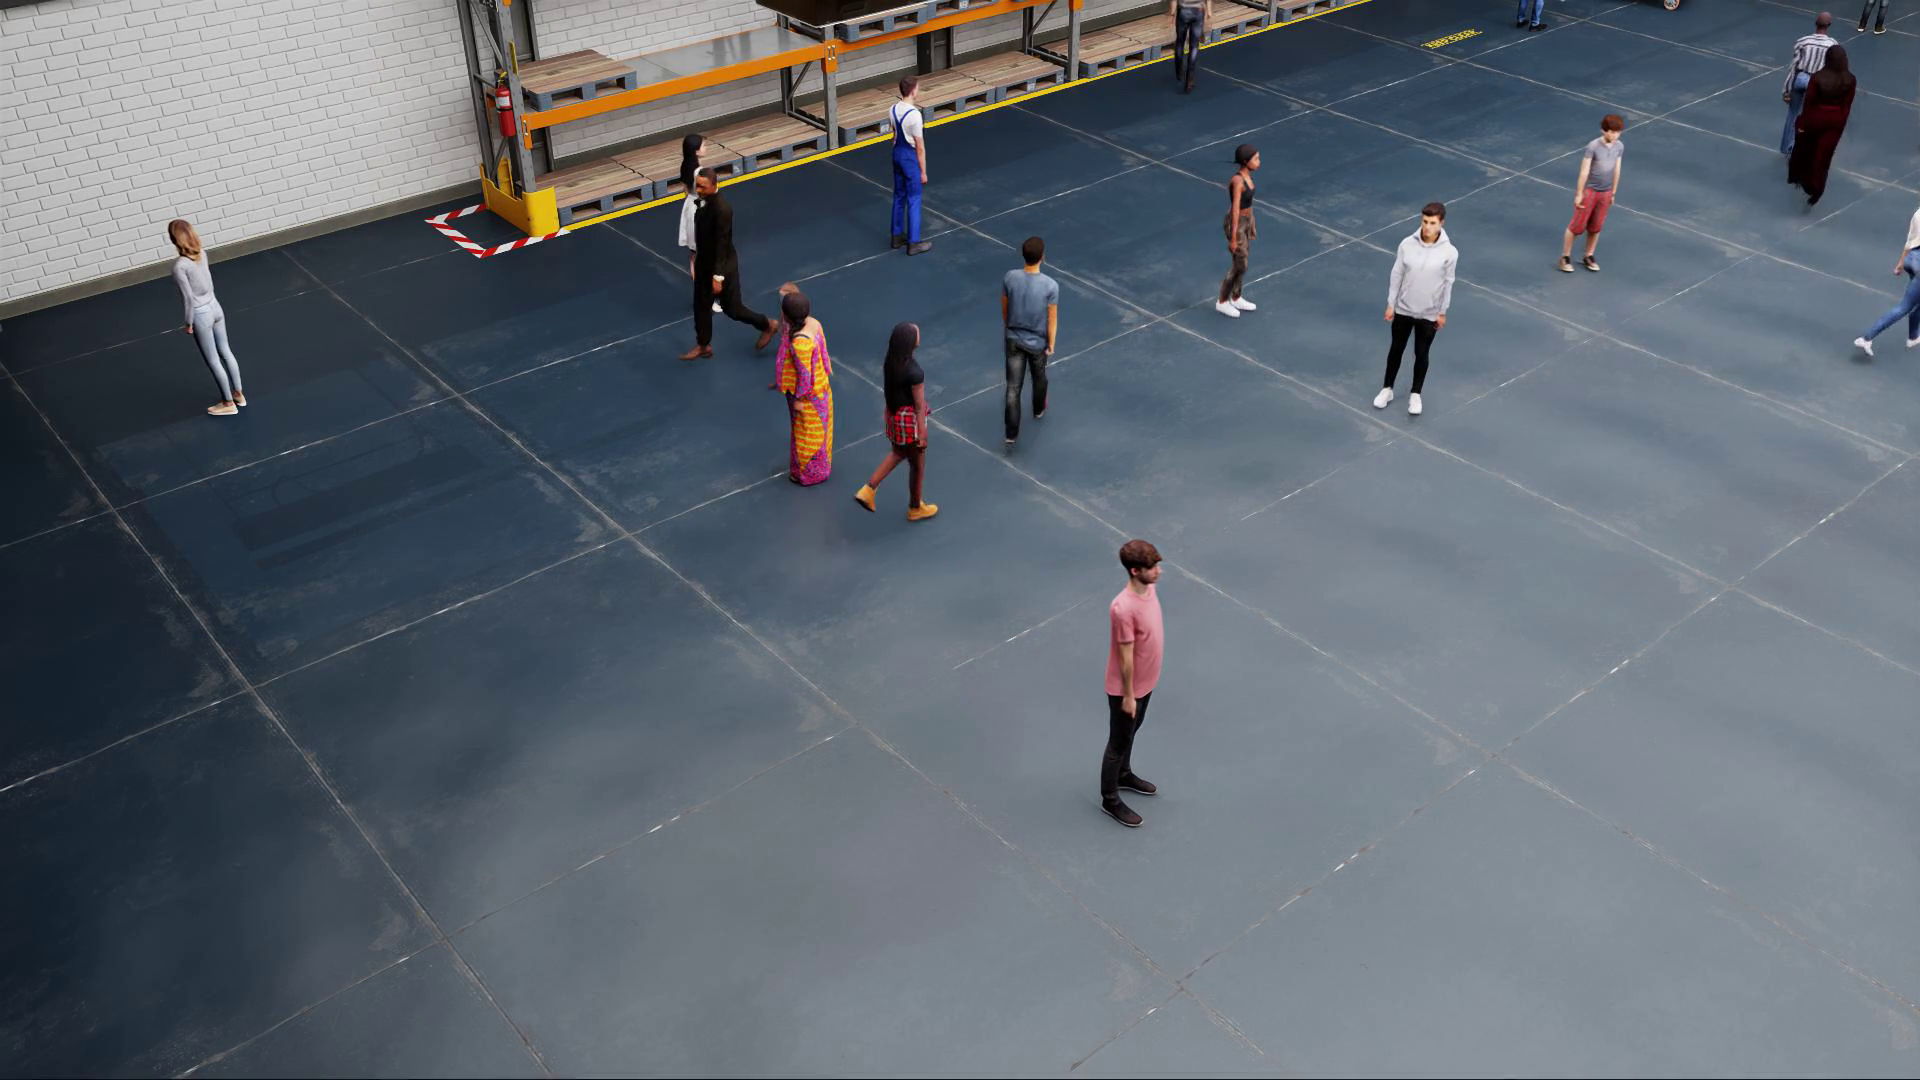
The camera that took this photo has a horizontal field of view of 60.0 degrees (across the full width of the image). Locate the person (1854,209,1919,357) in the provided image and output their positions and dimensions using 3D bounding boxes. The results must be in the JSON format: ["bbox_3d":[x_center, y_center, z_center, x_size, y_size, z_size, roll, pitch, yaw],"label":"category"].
[{"bbox_3d":[8.718,-2.446,15.210,1.219,1.686,0.988,-5,34,-8],"label":"person"}]

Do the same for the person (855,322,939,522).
[{"bbox_3d":[-0.484,-0.853,12.791,0.915,1.711,0.635,-21,39,-29],"label":"person"}]

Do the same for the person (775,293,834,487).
[{"bbox_3d":[-1.265,-1.259,13.422,0.840,1.689,0.782,2,34,3],"label":"person"}]

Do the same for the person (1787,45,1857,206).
[{"bbox_3d":[9.497,-4.511,18.300,1.109,1.705,1.242,7,34,11],"label":"person"}]

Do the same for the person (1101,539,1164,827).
[{"bbox_3d":[1.029,0.830,10.036,0.764,1.959,0.644,13,36,19],"label":"person"}]

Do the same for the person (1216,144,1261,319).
[{"bbox_3d":[2.638,-2.999,16.037,0.779,1.692,0.682,15,36,21],"label":"person"}]

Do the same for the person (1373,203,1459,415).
[{"bbox_3d":[3.951,-2.014,14.341,0.762,1.929,0.747,12,36,18],"label":"person"}]

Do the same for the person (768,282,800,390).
[{"bbox_3d":[-1.463,-1.832,14.898,0.676,1.009,0.501,-17,37,-24],"label":"person"}]

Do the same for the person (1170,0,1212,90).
[{"bbox_3d":[3.001,-6.812,21.601,1.005,1.884,1.125,8,35,12],"label":"person"}]

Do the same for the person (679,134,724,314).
[{"bbox_3d":[-2.504,-3.053,16.045,0.669,1.774,0.676,-19,38,-26],"label":"person"}]

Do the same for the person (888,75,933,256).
[{"bbox_3d":[-0.550,-3.896,17.245,0.545,1.848,0.613,-27,42,-34],"label":"person"}]

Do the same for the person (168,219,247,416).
[{"bbox_3d":[-6.505,-1.921,14.321,0.720,1.796,0.642,6,34,8],"label":"person"}]

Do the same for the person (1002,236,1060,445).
[{"bbox_3d":[0.531,-1.635,13.914,1.092,1.771,1.231,7,34,11],"label":"person"}]

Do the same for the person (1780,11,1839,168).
[{"bbox_3d":[9.790,-5.164,19.228,0.866,1.765,1.144,17,37,24],"label":"person"}]

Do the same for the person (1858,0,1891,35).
[{"bbox_3d":[13.210,-8.002,23.769,0.579,1.465,0.559,25,41,32],"label":"person"}]

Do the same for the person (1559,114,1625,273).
[{"bbox_3d":[6.437,-3.530,16.879,0.639,1.644,0.725,-3,34,-4],"label":"person"}]

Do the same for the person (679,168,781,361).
[{"bbox_3d":[-2.113,-2.478,15.092,1.189,1.871,0.726,-19,38,-26],"label":"person"}]

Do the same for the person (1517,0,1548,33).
[{"bbox_3d":[8.298,-8.271,23.786,0.560,1.894,0.678,-23,40,-30],"label":"person"}]
